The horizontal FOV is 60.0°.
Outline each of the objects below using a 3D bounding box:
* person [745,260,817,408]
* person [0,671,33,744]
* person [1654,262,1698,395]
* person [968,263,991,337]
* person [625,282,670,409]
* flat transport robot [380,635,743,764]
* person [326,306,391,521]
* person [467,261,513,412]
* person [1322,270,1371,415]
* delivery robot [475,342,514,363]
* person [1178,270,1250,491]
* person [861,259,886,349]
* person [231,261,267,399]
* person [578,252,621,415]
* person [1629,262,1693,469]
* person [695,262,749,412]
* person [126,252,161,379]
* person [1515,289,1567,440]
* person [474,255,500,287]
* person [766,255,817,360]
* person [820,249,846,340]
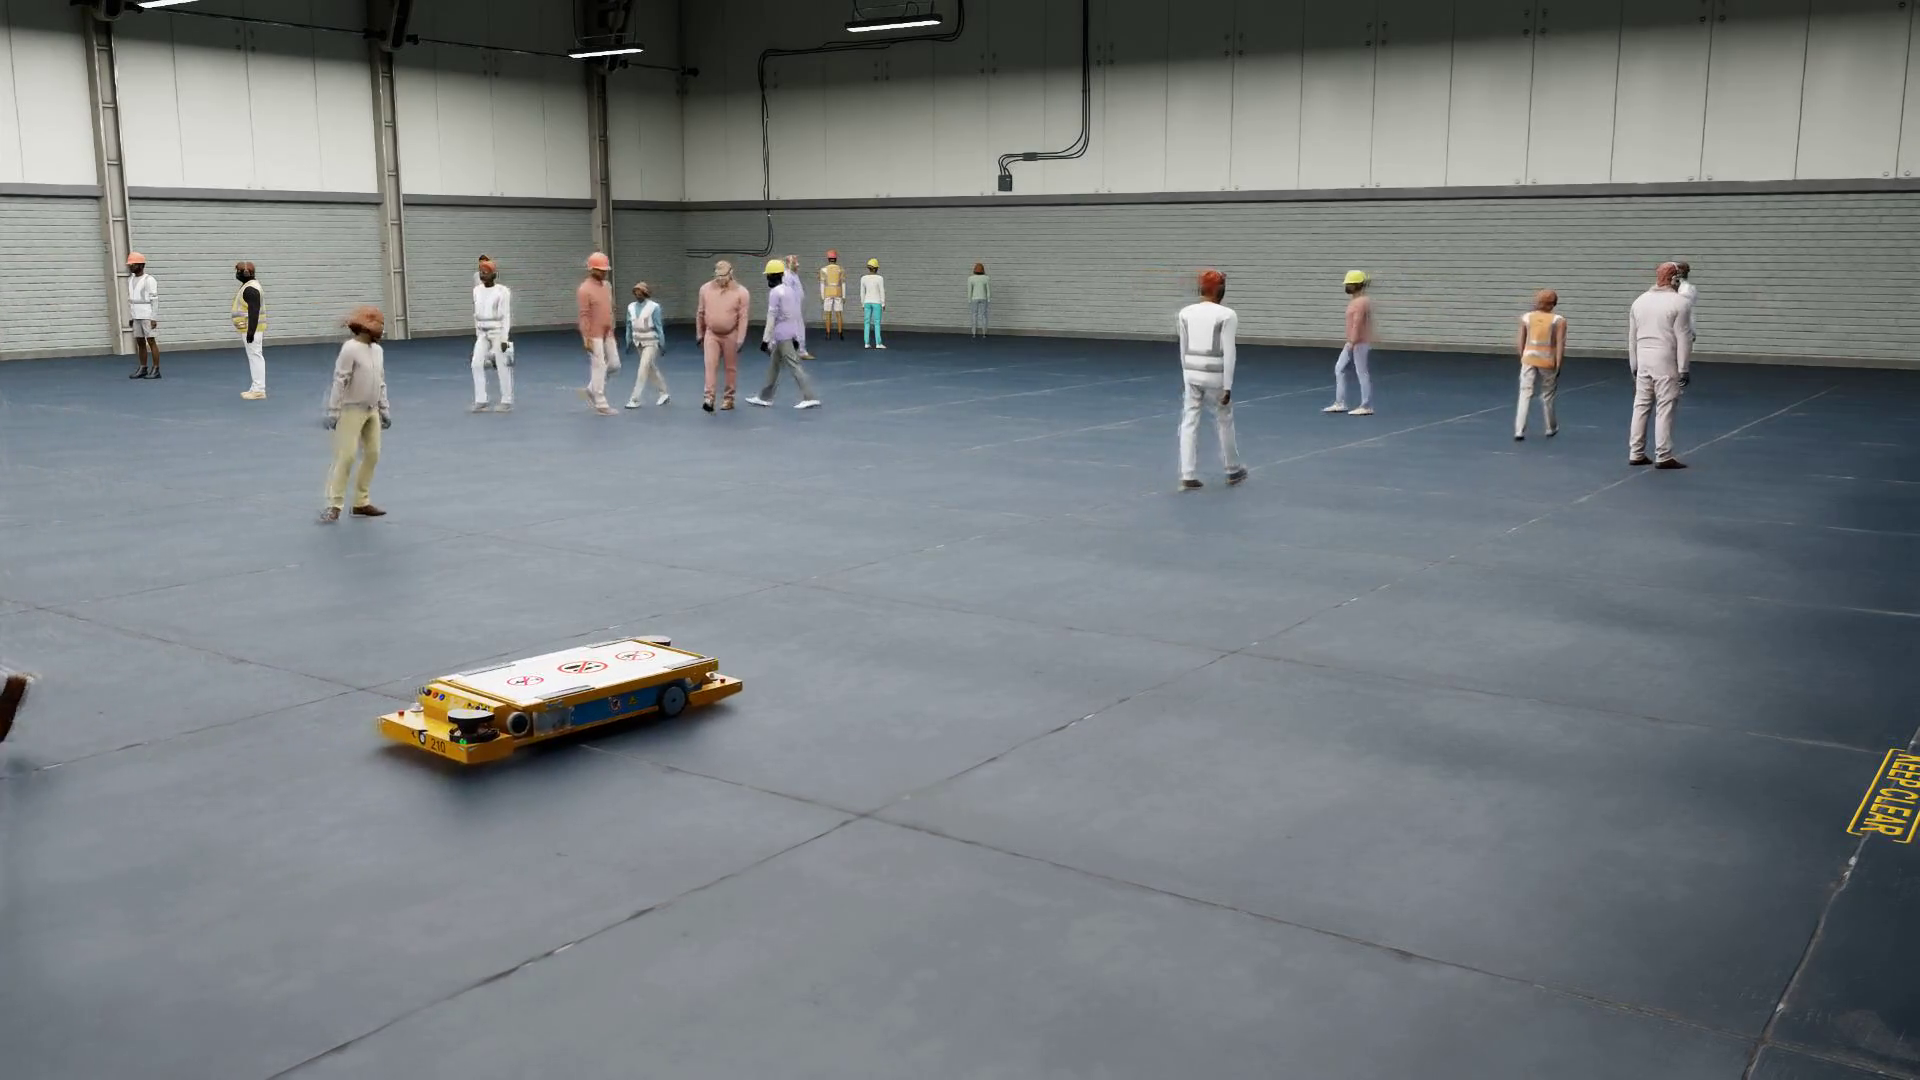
[{"bbox_3d":[-2.247,-2.591,20.991,1.012,1.870,0.607,2,10,11],"label":"person"},{"bbox_3d":[-4.011,0.030,6.371,0.525,1.850,0.717,8,13,38],"label":"person"},{"bbox_3d":[9.754,-2.878,22.710,0.456,1.825,0.644,-7,12,-34],"label":"person"},{"bbox_3d":[0.426,-5.301,36.814,0.507,1.635,0.273,0,10,0],"label":"person"},{"bbox_3d":[-3.974,-2.482,21.151,0.532,1.589,0.851,7,12,33],"label":"person"},{"bbox_3d":[-1.701,0.662,7.238,0.652,0.197,1.431,9,13,41],"label":"flat transport robot"},{"bbox_3d":[-4.542,-0.950,12.518,0.402,1.605,0.632,3,11,16],"label":"person"},{"bbox_3d":[-5.785,-2.471,20.356,0.595,1.854,0.759,5,11,25],"label":"person"},{"bbox_3d":[4.676,-2.373,20.082,0.686,1.739,0.553,0,10,1],"label":"person"},{"bbox_3d":[-7.777,-3.195,27.783,0.477,0.478,0.707,3,11,18],"label":"delivery robot"},{"bbox_3d":[2.158,-1.358,14.152,0.580,1.848,0.917,7,12,36],"label":"person"},{"bbox_3d":[-1.709,-4.654,32.824,0.524,1.769,0.316,5,11,25],"label":"person"},{"bbox_3d":[-9.511,-2.808,22.276,0.429,1.844,0.625,-5,11,-25],"label":"person"},{"bbox_3d":[-4.383,-2.477,20.101,0.597,1.962,0.652,5,11,25],"label":"person"},{"bbox_3d":[6.513,-1.615,15.418,0.403,1.904,0.652,-5,11,-26],"label":"person"},{"bbox_3d":[-2.952,-2.489,20.492,0.709,1.838,0.968,0,10,0],"label":"person"},{"bbox_3d":[-12.538,-3.431,25.490,0.542,1.939,0.369,5,11,24],"label":"person"},{"bbox_3d":[6.160,-1.858,17.659,0.527,1.593,0.884,7,12,35],"label":"person"},{"bbox_3d":[-8.791,-4.367,30.962,0.509,1.863,0.311,1,10,6],"label":"person"},{"bbox_3d":[-3.036,-4.127,29.574,0.881,1.875,0.651,0,10,-2],"label":"person"},{"bbox_3d":[-2.718,-5.242,35.631,0.545,1.942,0.351,-1,10,-7],"label":"person"}]
